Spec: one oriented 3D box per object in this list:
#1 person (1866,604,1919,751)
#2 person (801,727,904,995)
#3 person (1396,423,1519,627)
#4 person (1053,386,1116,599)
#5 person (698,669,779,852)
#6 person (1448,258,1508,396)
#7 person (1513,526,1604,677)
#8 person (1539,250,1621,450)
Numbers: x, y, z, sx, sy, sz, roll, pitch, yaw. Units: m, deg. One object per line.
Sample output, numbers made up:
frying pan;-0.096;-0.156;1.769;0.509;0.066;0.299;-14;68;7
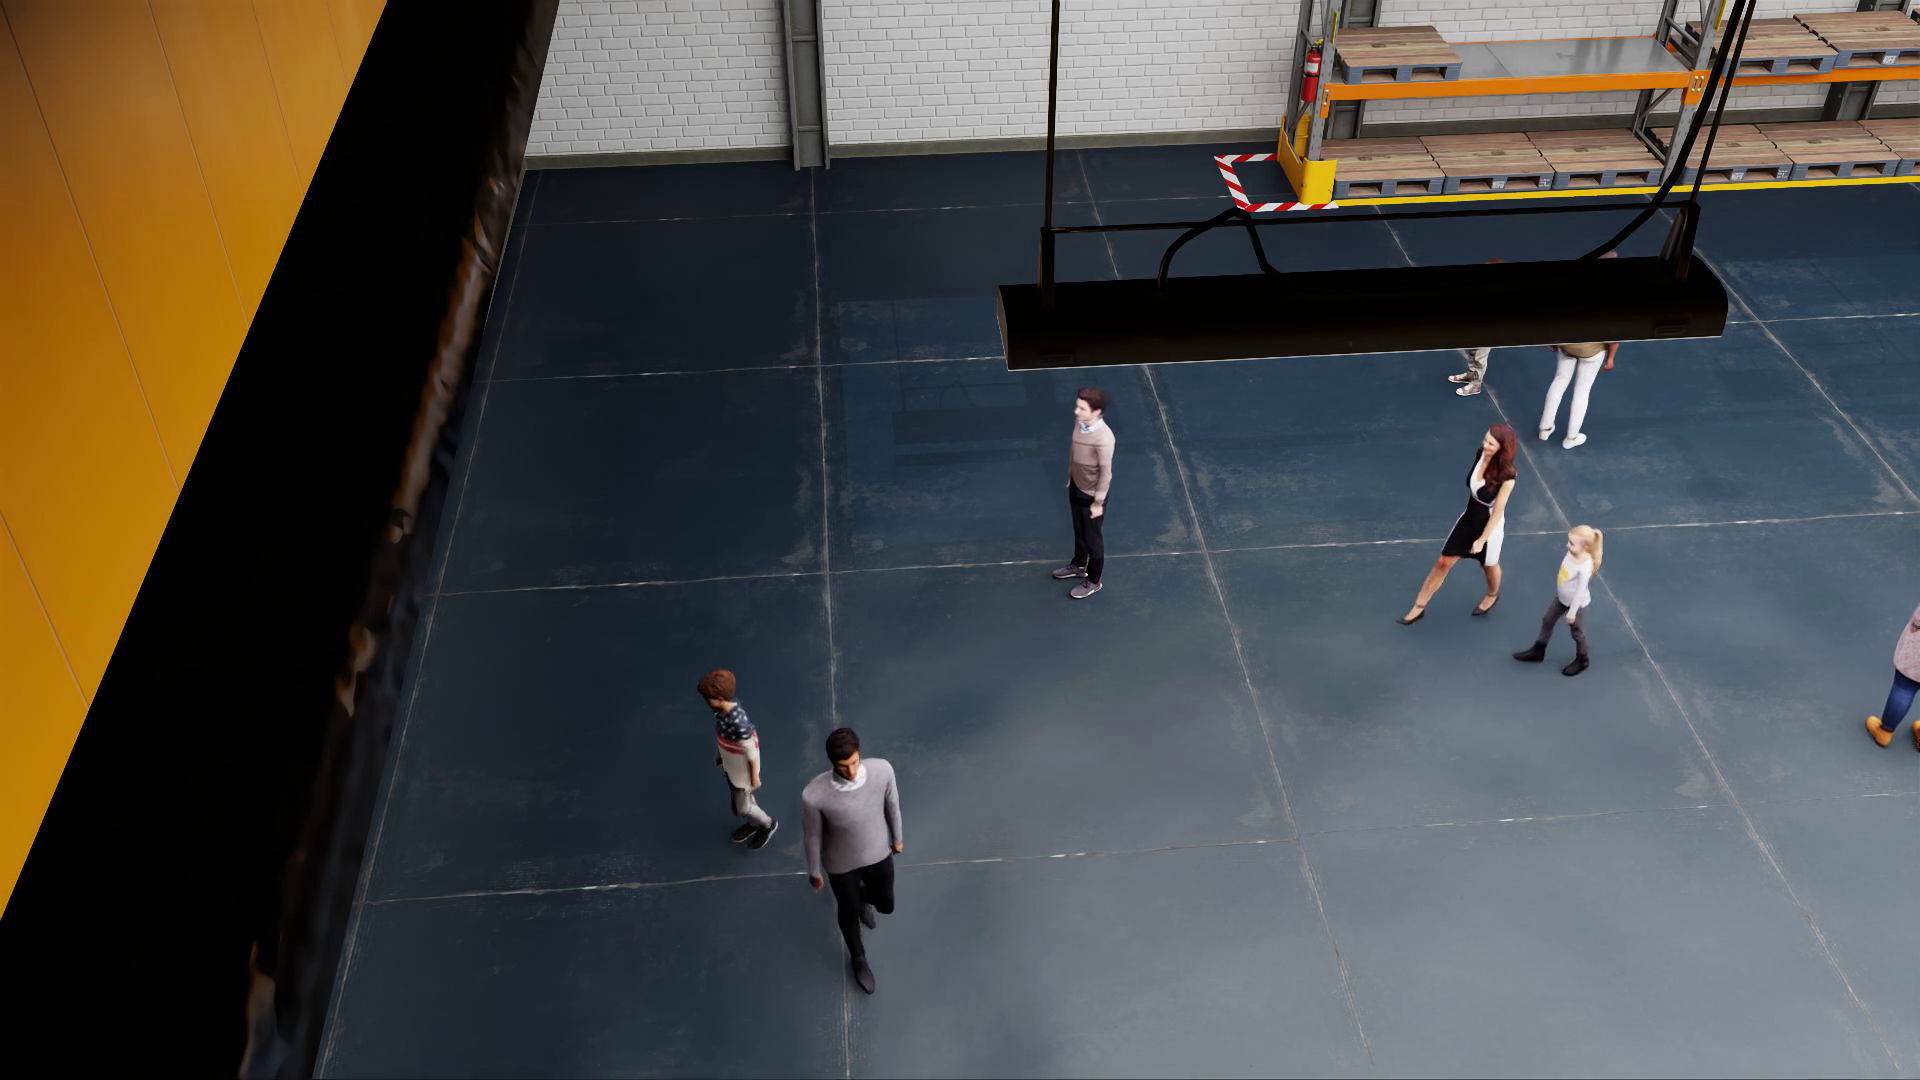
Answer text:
person;6.543;0.697;11.053;0.641;1.741;0.803;5;39;6
person;-0.627;1.746;9.606;0.970;1.908;0.984;-16;41;-19
person;3.840;-0.086;12.023;1.207;1.754;0.863;-17;42;-20
person;0.951;-0.378;12.345;0.664;1.809;0.692;-16;41;-19
person;-1.344;1.349;10.491;0.688;1.424;0.646;-26;46;-29
person;4.606;-1.892;14.640;0.473;1.310;0.480;-2;39;-2
person;4.389;0.429;11.776;0.730;1.258;0.495;-5;39;-7
person;5.182;-1.600;13.862;0.783;1.825;0.835;29;47;31
